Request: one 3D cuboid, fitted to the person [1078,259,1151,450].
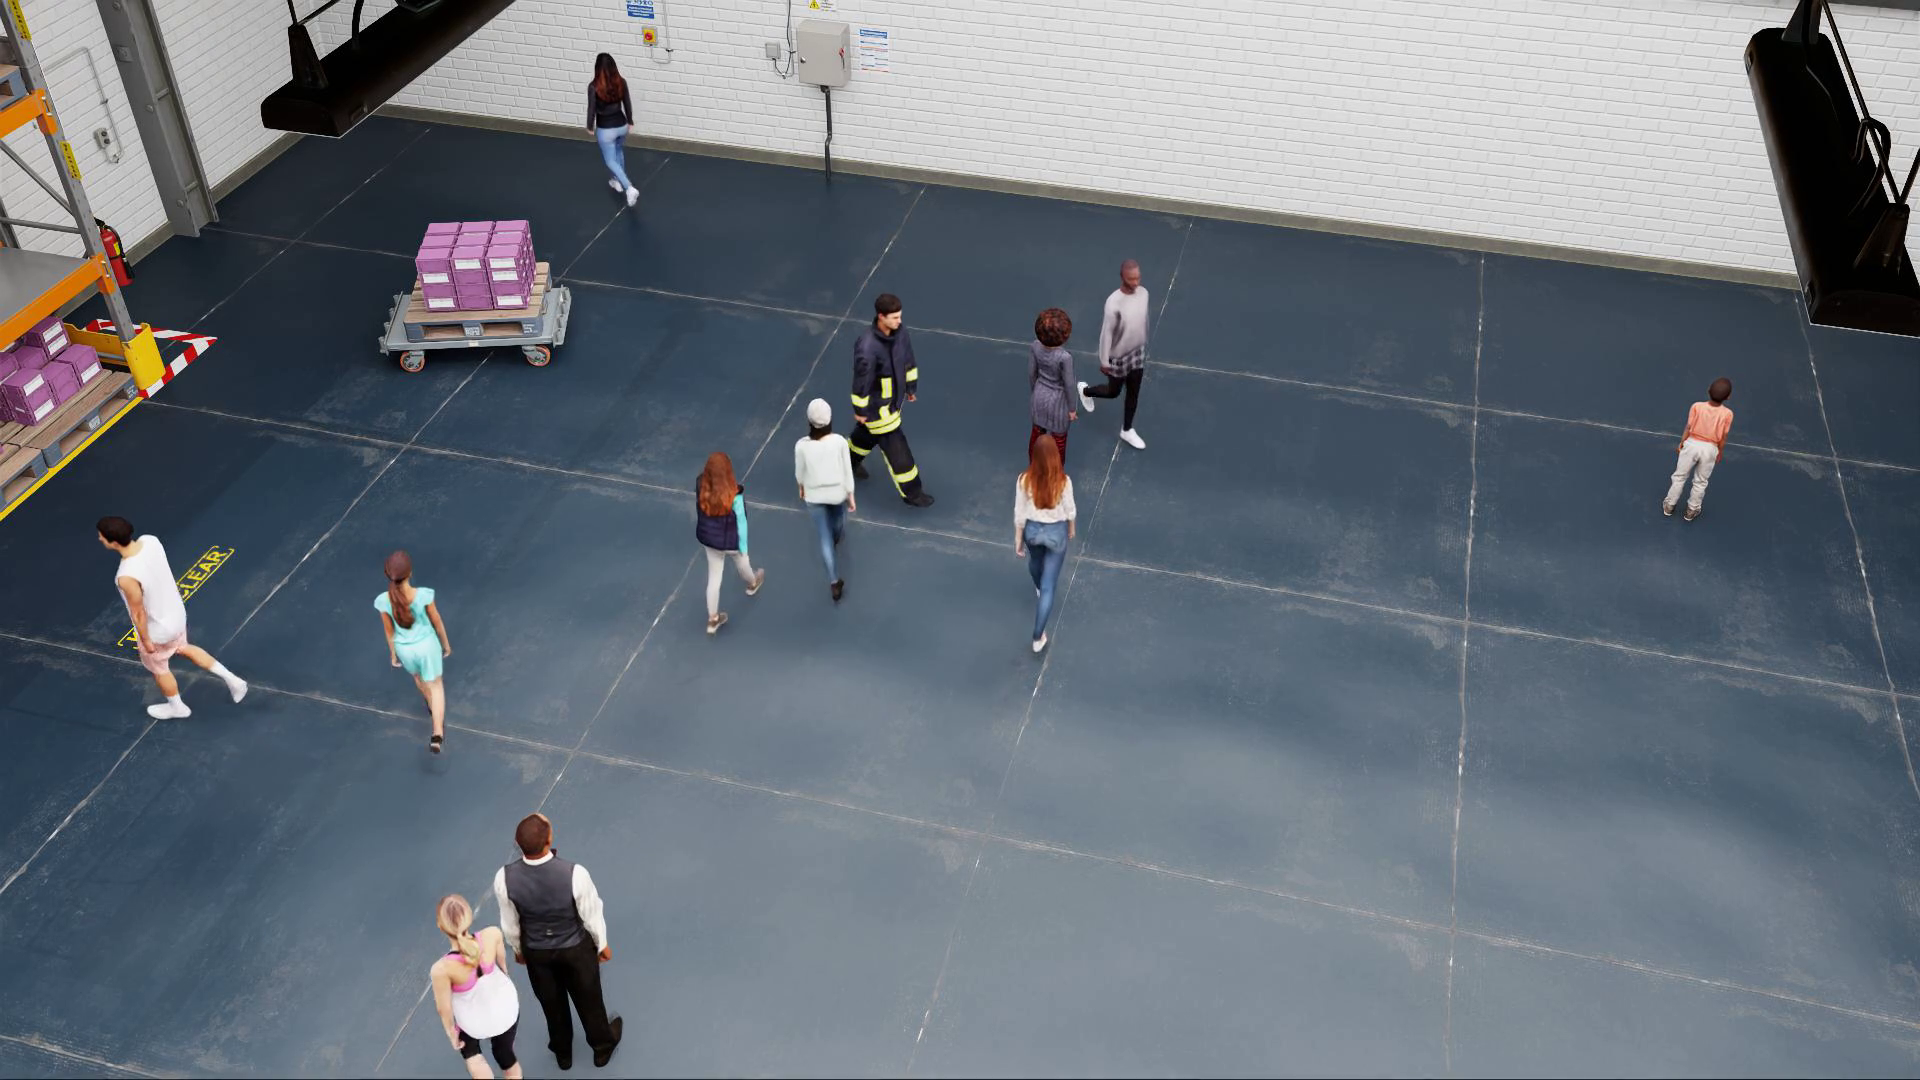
[{"bbox_3d":[1.321,-1.615,14.025,1.035,1.753,1.048,-26,45,-29],"label":"person"}]

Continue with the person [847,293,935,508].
[{"bbox_3d":[-0.705,-1.182,13.388,1.101,1.870,1.290,23,44,26],"label":"person"}]

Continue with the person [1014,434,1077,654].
[{"bbox_3d":[0.608,0.034,12.014,0.573,1.684,1.124,9,40,11],"label":"person"}]

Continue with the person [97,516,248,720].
[{"bbox_3d":[-5.378,0.540,11.311,0.791,1.771,0.934,3,39,4],"label":"person"}]

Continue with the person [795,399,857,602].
[{"bbox_3d":[-1.000,-0.276,12.465,0.869,1.607,1.166,-3,39,-4],"label":"person"}]

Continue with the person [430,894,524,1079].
[{"bbox_3d":[-2.448,2.567,8.775,0.690,1.768,0.779,-31,48,-33],"label":"person"}]

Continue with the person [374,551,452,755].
[{"bbox_3d":[-3.655,0.770,11.212,0.851,1.535,1.084,-8,39,-10],"label":"person"}]

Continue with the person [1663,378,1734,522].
[{"bbox_3d":[5.915,-0.734,13.275,0.520,1.311,0.527,18,42,21],"label":"person"}]

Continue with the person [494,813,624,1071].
[{"bbox_3d":[-2.203,2.213,9.100,0.766,1.917,0.701,-2,39,-3],"label":"person"}]

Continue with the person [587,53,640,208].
[{"bbox_3d":[-3.632,-4.292,17.494,1.087,1.605,1.058,-28,46,-30],"label":"person"}]

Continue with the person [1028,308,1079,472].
[{"bbox_3d":[0.731,-1.099,13.412,0.663,1.710,0.650,27,46,30],"label":"person"}]

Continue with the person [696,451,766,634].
[{"bbox_3d":[-1.771,0.026,12.203,0.650,1.462,0.991,14,41,17],"label":"person"}]
